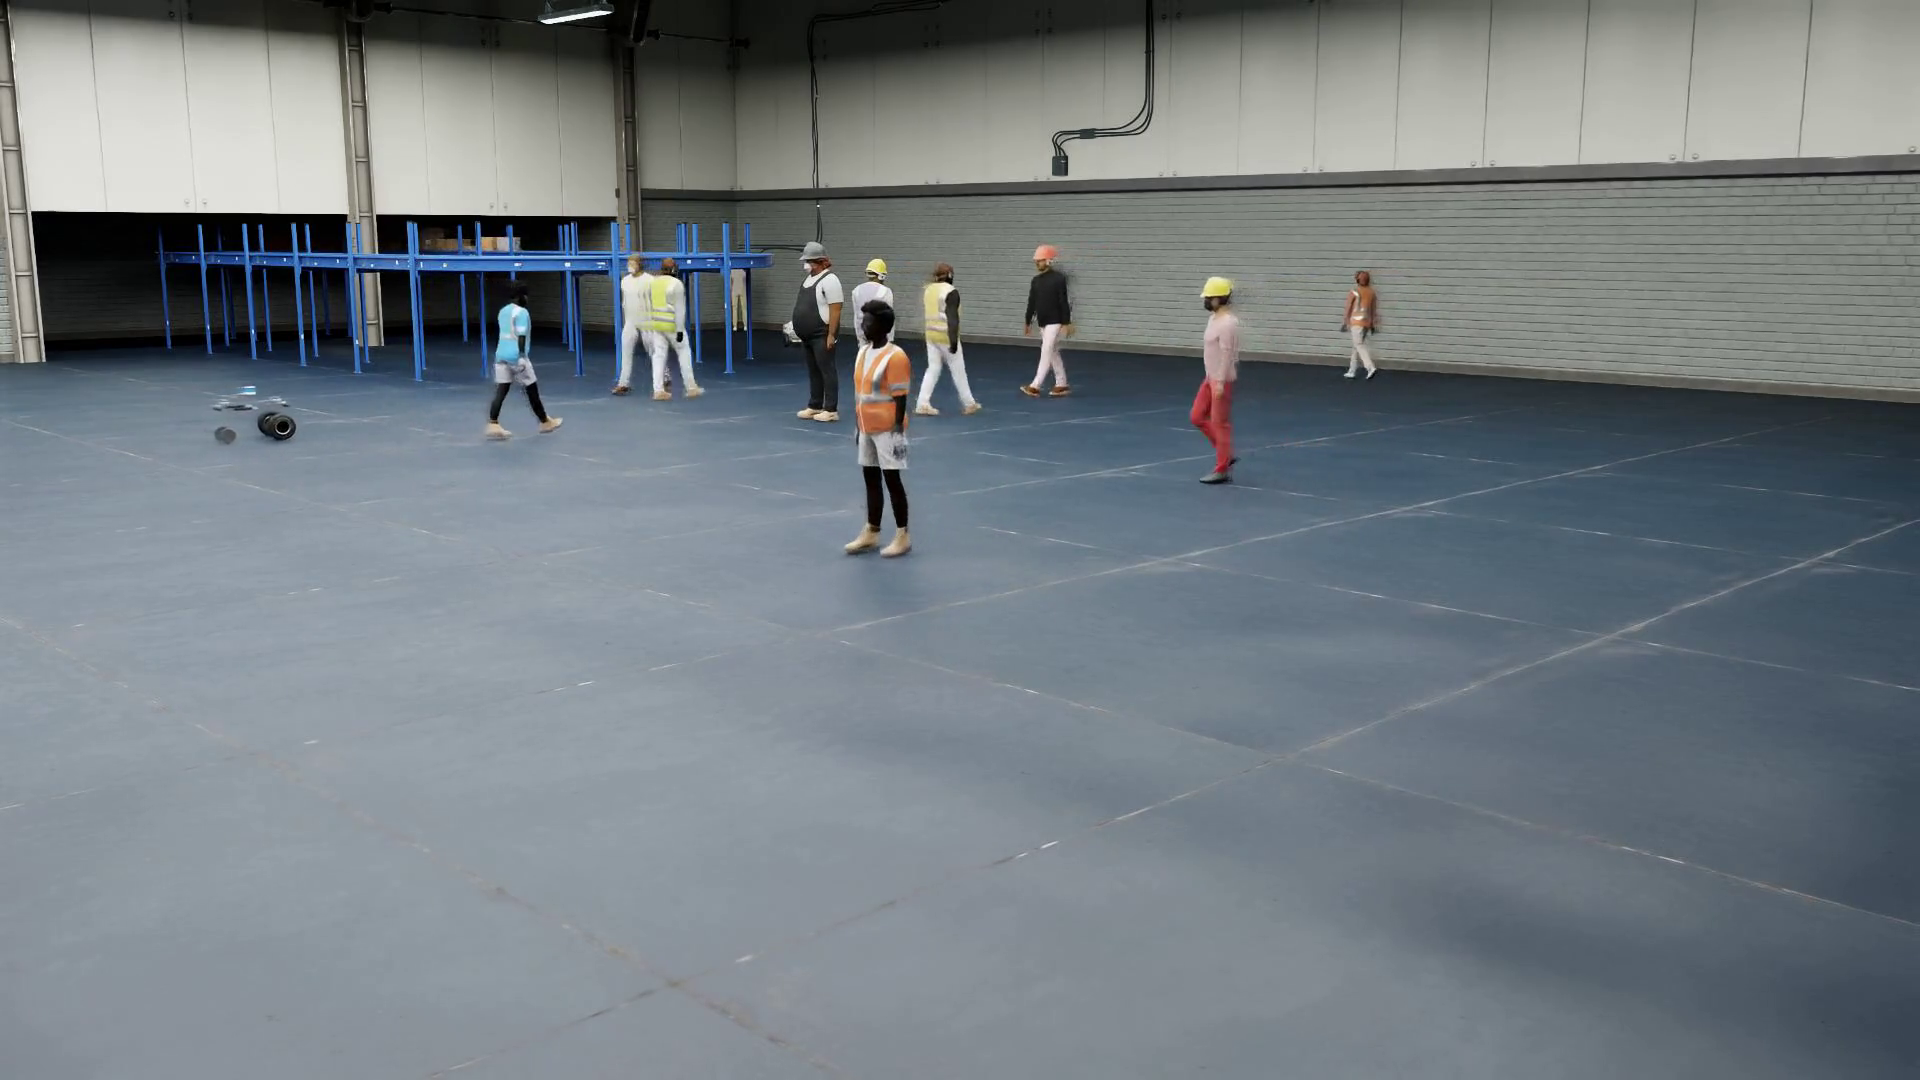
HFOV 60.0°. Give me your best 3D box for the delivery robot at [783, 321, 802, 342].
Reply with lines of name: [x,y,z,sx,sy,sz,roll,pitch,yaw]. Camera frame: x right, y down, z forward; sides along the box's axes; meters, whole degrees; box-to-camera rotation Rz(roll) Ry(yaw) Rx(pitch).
delivery robot: [-3.185,-4.039,31.970,0.477,0.478,0.707,-3,11,-16]

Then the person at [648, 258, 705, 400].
person: [-3.693,-2.742,21.611,0.648,1.804,0.842,7,13,35]

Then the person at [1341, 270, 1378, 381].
person: [5.908,-3.154,24.406,0.513,1.606,0.805,-6,12,-31]

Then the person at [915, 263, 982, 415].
person: [-0.169,-2.370,19.674,0.878,1.783,0.692,-8,13,-36]

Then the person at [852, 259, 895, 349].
person: [-1.025,-2.497,20.242,0.586,1.823,0.403,6,12,32]

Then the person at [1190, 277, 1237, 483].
person: [2.171,-1.362,14.198,0.362,1.754,0.534,-1,10,-7]

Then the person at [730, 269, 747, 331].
person: [-4.906,-5.463,36.926,0.498,1.634,0.281,0,10,-2]

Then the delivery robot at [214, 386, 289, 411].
delivery robot: [-7.387,-1.484,17.328,0.698,0.223,0.335,-8,13,-36]

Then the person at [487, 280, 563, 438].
person: [-4.641,-1.909,17.507,0.580,1.631,0.871,10,14,43]

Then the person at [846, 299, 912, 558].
person: [-0.532,-0.744,11.029,0.318,1.697,0.537,-8,13,-36]

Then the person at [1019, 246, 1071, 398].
person: [1.089,-2.831,21.675,0.966,1.956,0.659,-7,13,-35]

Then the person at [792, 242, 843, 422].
person: [-1.659,-2.371,19.075,0.535,2.000,0.688,-7,12,-32]

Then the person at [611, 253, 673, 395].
person: [-4.256,-2.903,22.307,0.641,1.886,1.042,6,12,29]
